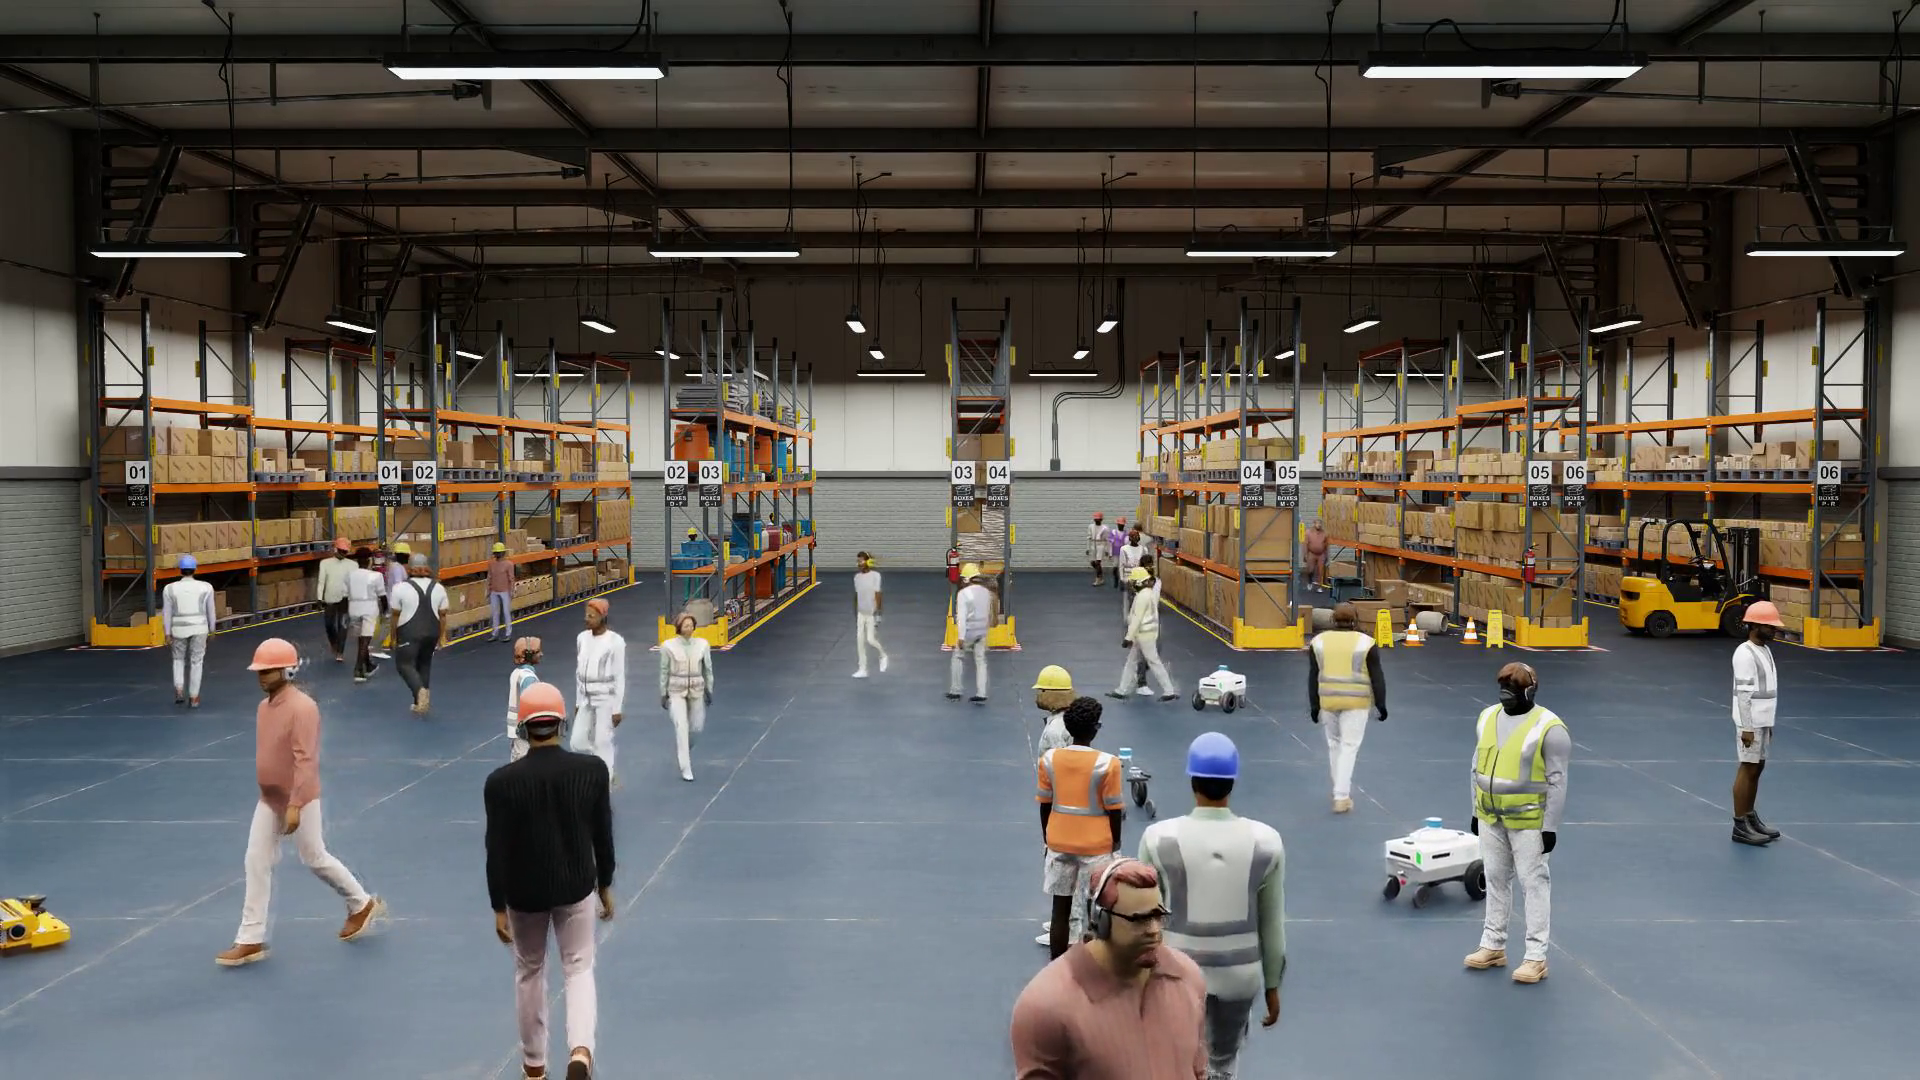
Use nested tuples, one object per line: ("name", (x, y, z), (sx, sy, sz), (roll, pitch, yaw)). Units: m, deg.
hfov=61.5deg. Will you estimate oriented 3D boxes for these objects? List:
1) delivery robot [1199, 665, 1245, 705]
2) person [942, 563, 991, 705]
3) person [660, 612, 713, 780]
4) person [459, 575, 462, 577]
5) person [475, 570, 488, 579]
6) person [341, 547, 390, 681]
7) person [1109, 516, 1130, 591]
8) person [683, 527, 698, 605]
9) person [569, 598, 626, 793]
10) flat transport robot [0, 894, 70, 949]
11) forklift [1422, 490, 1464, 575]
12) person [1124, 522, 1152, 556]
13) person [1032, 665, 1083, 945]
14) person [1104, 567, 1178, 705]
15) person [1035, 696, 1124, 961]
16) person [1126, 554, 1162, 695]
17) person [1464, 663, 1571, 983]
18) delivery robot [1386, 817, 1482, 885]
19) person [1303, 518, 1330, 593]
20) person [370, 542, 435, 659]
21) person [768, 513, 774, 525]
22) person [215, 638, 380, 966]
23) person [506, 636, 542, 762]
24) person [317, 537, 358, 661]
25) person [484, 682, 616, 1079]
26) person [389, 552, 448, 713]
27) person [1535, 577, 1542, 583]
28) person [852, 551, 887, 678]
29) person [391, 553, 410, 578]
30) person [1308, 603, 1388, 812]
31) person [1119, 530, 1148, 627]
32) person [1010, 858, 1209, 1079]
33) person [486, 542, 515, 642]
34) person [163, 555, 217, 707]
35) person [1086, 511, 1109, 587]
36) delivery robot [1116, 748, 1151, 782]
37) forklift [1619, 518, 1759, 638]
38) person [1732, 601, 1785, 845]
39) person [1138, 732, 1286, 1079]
("delivery robot", (3.304, 1.822, 20.314), (0.477, 0.478, 0.707), (2, 3, 37))
("person", (0.074, 1.206, 20.860), (0.763, 1.806, 0.625), (2, 3, 44))
("person", (-2.696, 1.502, 15.838), (0.523, 1.617, 0.658), (-1, 3, -25))
("person", (-11.751, 0.646, 37.605), (0.501, 1.597, 0.818), (1, 2, 24))
("person", (-11.814, 0.505, 39.932), (0.569, 1.701, 0.320), (-1, 2, -16))
("person", (-8.587, 1.061, 23.344), (0.610, 1.914, 1.017), (0, 2, 7))
("person", (4.097, 0.343, 41.279), (0.561, 1.917, 0.607), (0, 2, 5))
("person", (-6.079, 0.598, 36.727), (0.523, 1.769, 0.320), (0, 2, -3))
("person", (-3.174, 1.441, 14.162), (0.599, 1.873, 0.423), (2, 3, 37))
("flat transport robot", (-6.315, 2.424, 9.854), (1.431, 0.197, 0.652), (-2, 3, -44))
("forklift", (13.926, -0.371, 47.846), (1.873, 2.768, 1.129), (0, 2, 0))
("person", (4.085, 0.532, 36.986), (0.651, 1.890, 1.033), (0, 2, 0))
("person", (0.610, 1.663, 10.217), (0.324, 1.743, 0.491), (1, 2, 13))
("person", (2.367, 1.230, 20.792), (0.968, 1.777, 0.579), (0, 2, 11))
("person", (0.682, 1.730, 9.098), (0.536, 1.696, 0.322), (1, 3, 30))
("person", (2.488, 1.132, 21.784), (0.592, 1.893, 0.456), (-1, 3, -32))
("person", (3.265, 1.641, 9.523), (0.429, 1.846, 0.626), (-2, 3, -34))
("delivery robot", (3.304, 2.182, 11.255), (0.707, 0.478, 0.477), (-1, 3, -33))
("person", (8.953, 0.384, 40.518), (0.672, 1.892, 0.454), (0, 2, 2))
("person", (-8.999, 0.974, 25.926), (0.985, 1.877, 0.607), (0, 2, -12))
("person", (-5.494, 0.134, 47.336), (0.317, 1.856, 0.509), (-1, 2, -13))
("person", (-4.095, 1.572, 9.991), (0.621, 1.962, 0.980), (2, 3, 34))
("person", (-3.506, 1.600, 13.070), (0.313, 1.642, 0.513), (-1, 3, -28))
("person", (-9.951, 0.932, 25.834), (0.628, 1.967, 0.705), (-1, 2, -19))
("person", (-1.922, 1.658, 7.621), (0.619, 1.967, 0.836), (-1, 2, -20))
("person", (-6.625, 1.156, 19.805), (0.689, 2.000, 0.760), (-2, 3, -45))
("person", (12.517, 0.597, 35.343), (0.688, 1.871, 1.068), (0, 2, 2))
("person", (-1.324, 1.078, 23.632), (0.537, 1.852, 0.538), (2, 3, 36))
("person", (-10.641, 0.798, 31.022), (0.607, 1.818, 0.611), (0, 2, -5))
("person", (3.482, 1.462, 14.380), (0.646, 1.805, 0.856), (2, 3, 34))
("person", (3.393, 0.747, 31.516), (0.575, 1.884, 0.355), (0, 2, -2))
("person", (0.412, 1.821, 4.636), (0.655, 1.883, 0.793), (-1, 3, -29))
("person", (-8.156, 0.922, 28.603), (0.533, 1.765, 0.330), (1, 2, 14))
("person", (-9.838, 1.157, 20.647), (0.616, 1.927, 0.586), (-1, 2, -23))
("person", (3.717, 0.215, 43.165), (0.621, 2.023, 0.774), (2, 3, 34))
("delivery robot", (1.446, 1.940, 14.128), (0.335, 0.223, 0.698), (0, 2, -12))
("forklift", (13.417, 0.684, 29.791), (2.313, 2.155, 1.214), (0, 2, 0))
("person", (6.433, 1.457, 13.002), (0.364, 1.934, 0.553), (2, 3, 42))
("person", (0.997, 1.730, 6.435), (0.615, 1.917, 0.897), (0, 2, -4))
